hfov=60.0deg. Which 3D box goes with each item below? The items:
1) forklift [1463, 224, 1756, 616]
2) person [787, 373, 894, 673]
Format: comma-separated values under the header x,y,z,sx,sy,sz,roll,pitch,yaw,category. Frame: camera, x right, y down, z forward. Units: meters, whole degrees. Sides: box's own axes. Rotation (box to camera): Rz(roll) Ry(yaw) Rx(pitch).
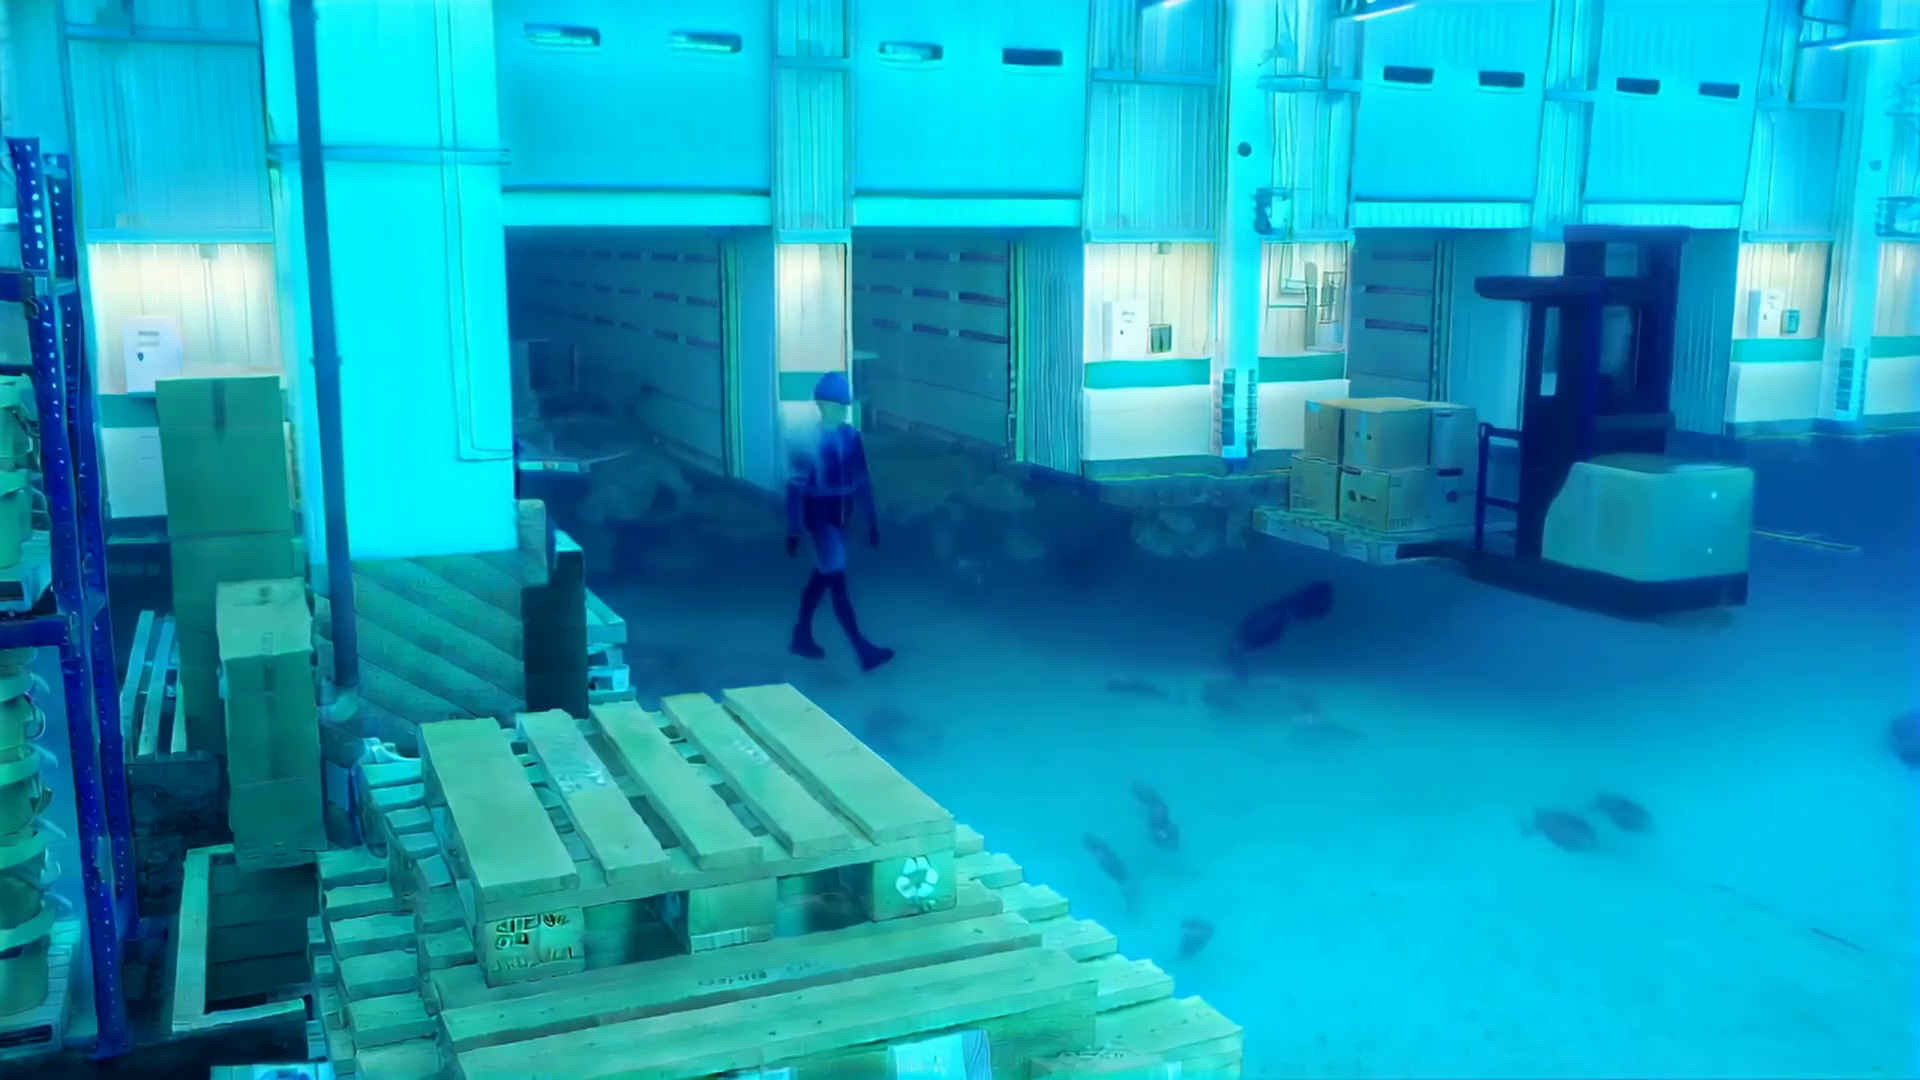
x,y,z,sx,sy,sz,roll,pitch,yaw,category
4.938,-0.970,12.534,1.129,2.768,1.873,-4,11,-23,forklift
-0.768,-0.117,10.573,1.003,1.878,0.571,9,13,40,person
